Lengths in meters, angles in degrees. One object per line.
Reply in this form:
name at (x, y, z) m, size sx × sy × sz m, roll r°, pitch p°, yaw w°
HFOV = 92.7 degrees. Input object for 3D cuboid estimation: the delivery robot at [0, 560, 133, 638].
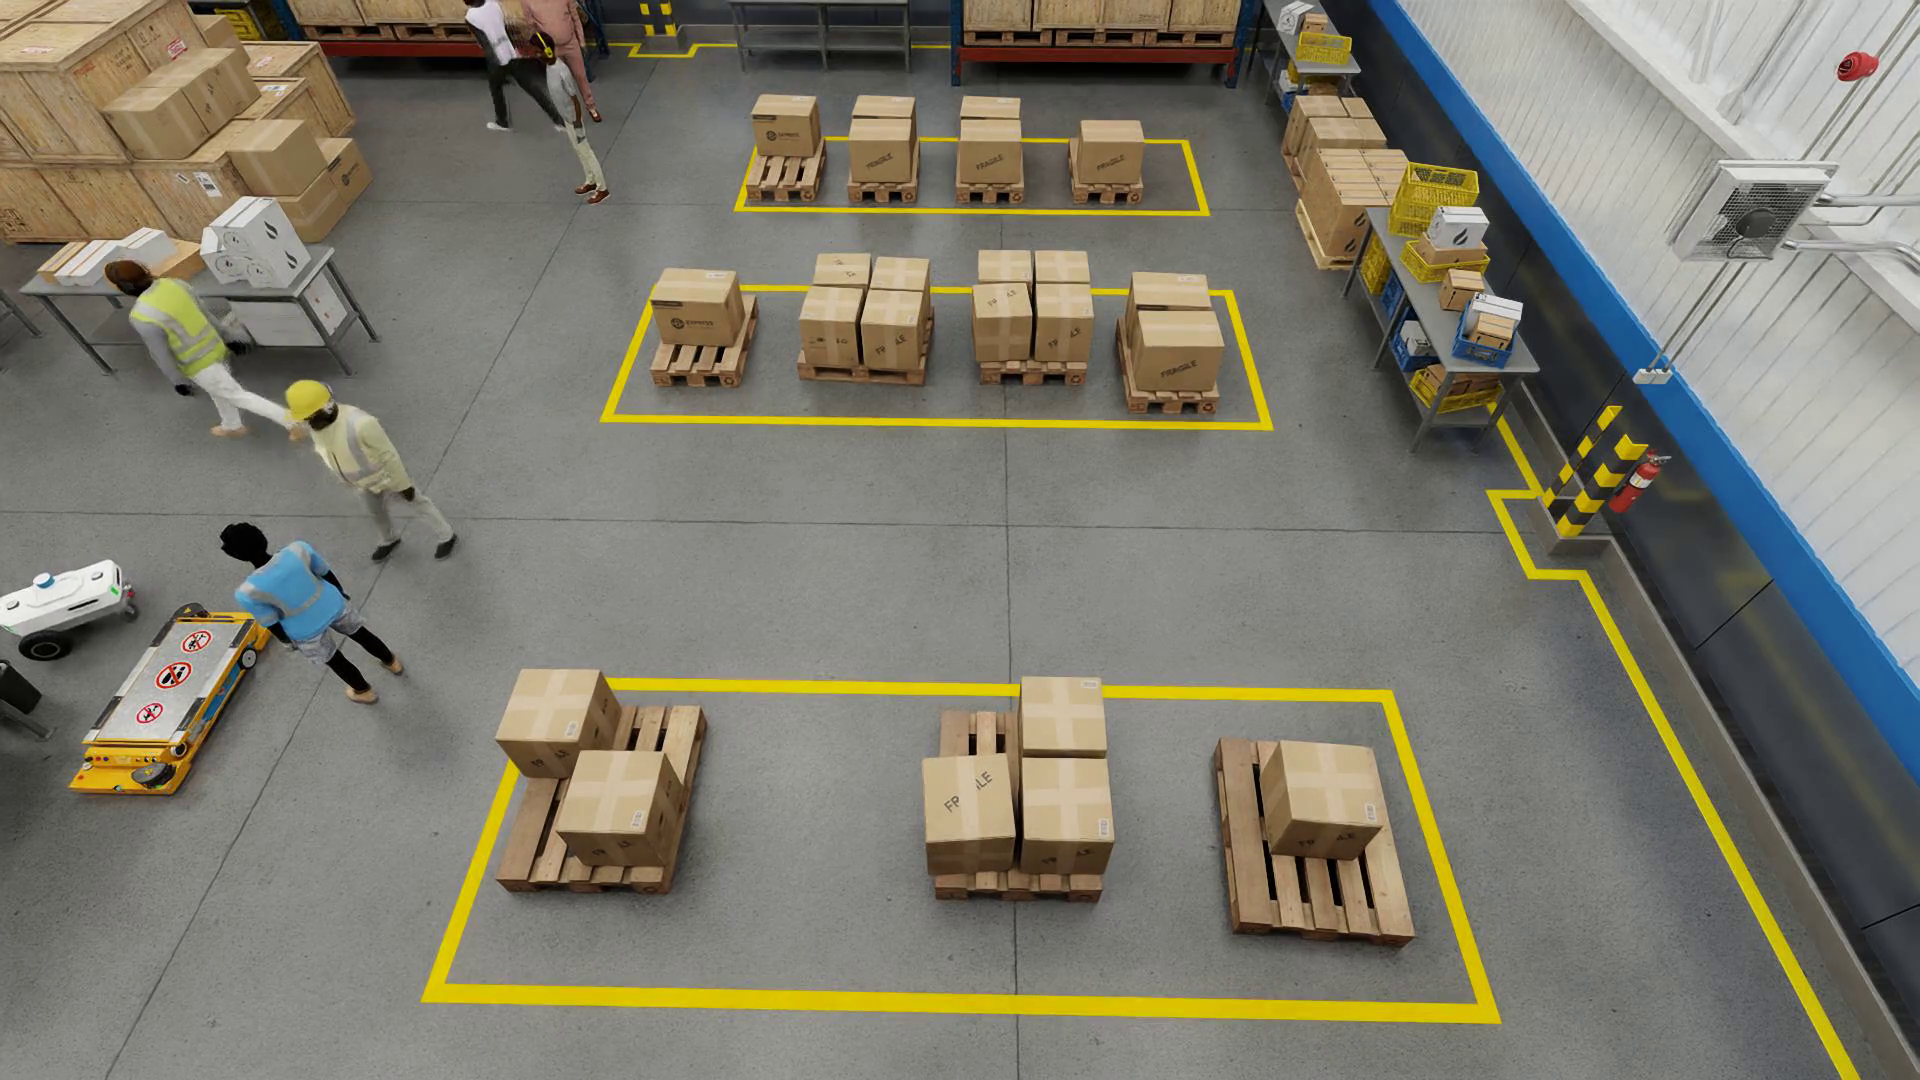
delivery robot at (-6.572, 0.431, 6.740) m, size 0.707 × 0.478 × 0.477 m, roll -25°, pitch 54°, yaw -20°

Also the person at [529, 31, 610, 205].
person at (-4.388, -4.725, 10.314) m, size 0.328 × 1.861 × 0.521 m, roll -32°, pitch 57°, yaw -24°

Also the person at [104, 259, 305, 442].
person at (-6.282, -1.534, 7.654) m, size 0.923 × 1.803 × 0.647 m, roll -4°, pitch 50°, yaw -4°

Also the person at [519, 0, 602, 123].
person at (-5.038, -6.233, 11.556) m, size 0.651 × 1.913 × 0.410 m, roll -19°, pitch 52°, yaw -15°

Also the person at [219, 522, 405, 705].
person at (-4.232, 0.494, 6.001) m, size 0.317 × 1.697 × 0.540 m, roll 18°, pitch 52°, yaw 14°

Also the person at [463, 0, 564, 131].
person at (-5.662, -5.976, 11.385) m, size 1.100 × 1.854 × 0.602 m, roll 16°, pitch 52°, yaw 13°

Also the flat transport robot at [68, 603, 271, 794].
flat transport robot at (-5.504, 1.072, 6.442) m, size 0.652 × 0.197 × 1.431 m, roll 1°, pitch 50°, yaw 1°

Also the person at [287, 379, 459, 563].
person at (-4.346, -0.495, 6.764) m, size 0.607 × 1.824 × 0.409 m, roll 9°, pitch 50°, yaw 8°
